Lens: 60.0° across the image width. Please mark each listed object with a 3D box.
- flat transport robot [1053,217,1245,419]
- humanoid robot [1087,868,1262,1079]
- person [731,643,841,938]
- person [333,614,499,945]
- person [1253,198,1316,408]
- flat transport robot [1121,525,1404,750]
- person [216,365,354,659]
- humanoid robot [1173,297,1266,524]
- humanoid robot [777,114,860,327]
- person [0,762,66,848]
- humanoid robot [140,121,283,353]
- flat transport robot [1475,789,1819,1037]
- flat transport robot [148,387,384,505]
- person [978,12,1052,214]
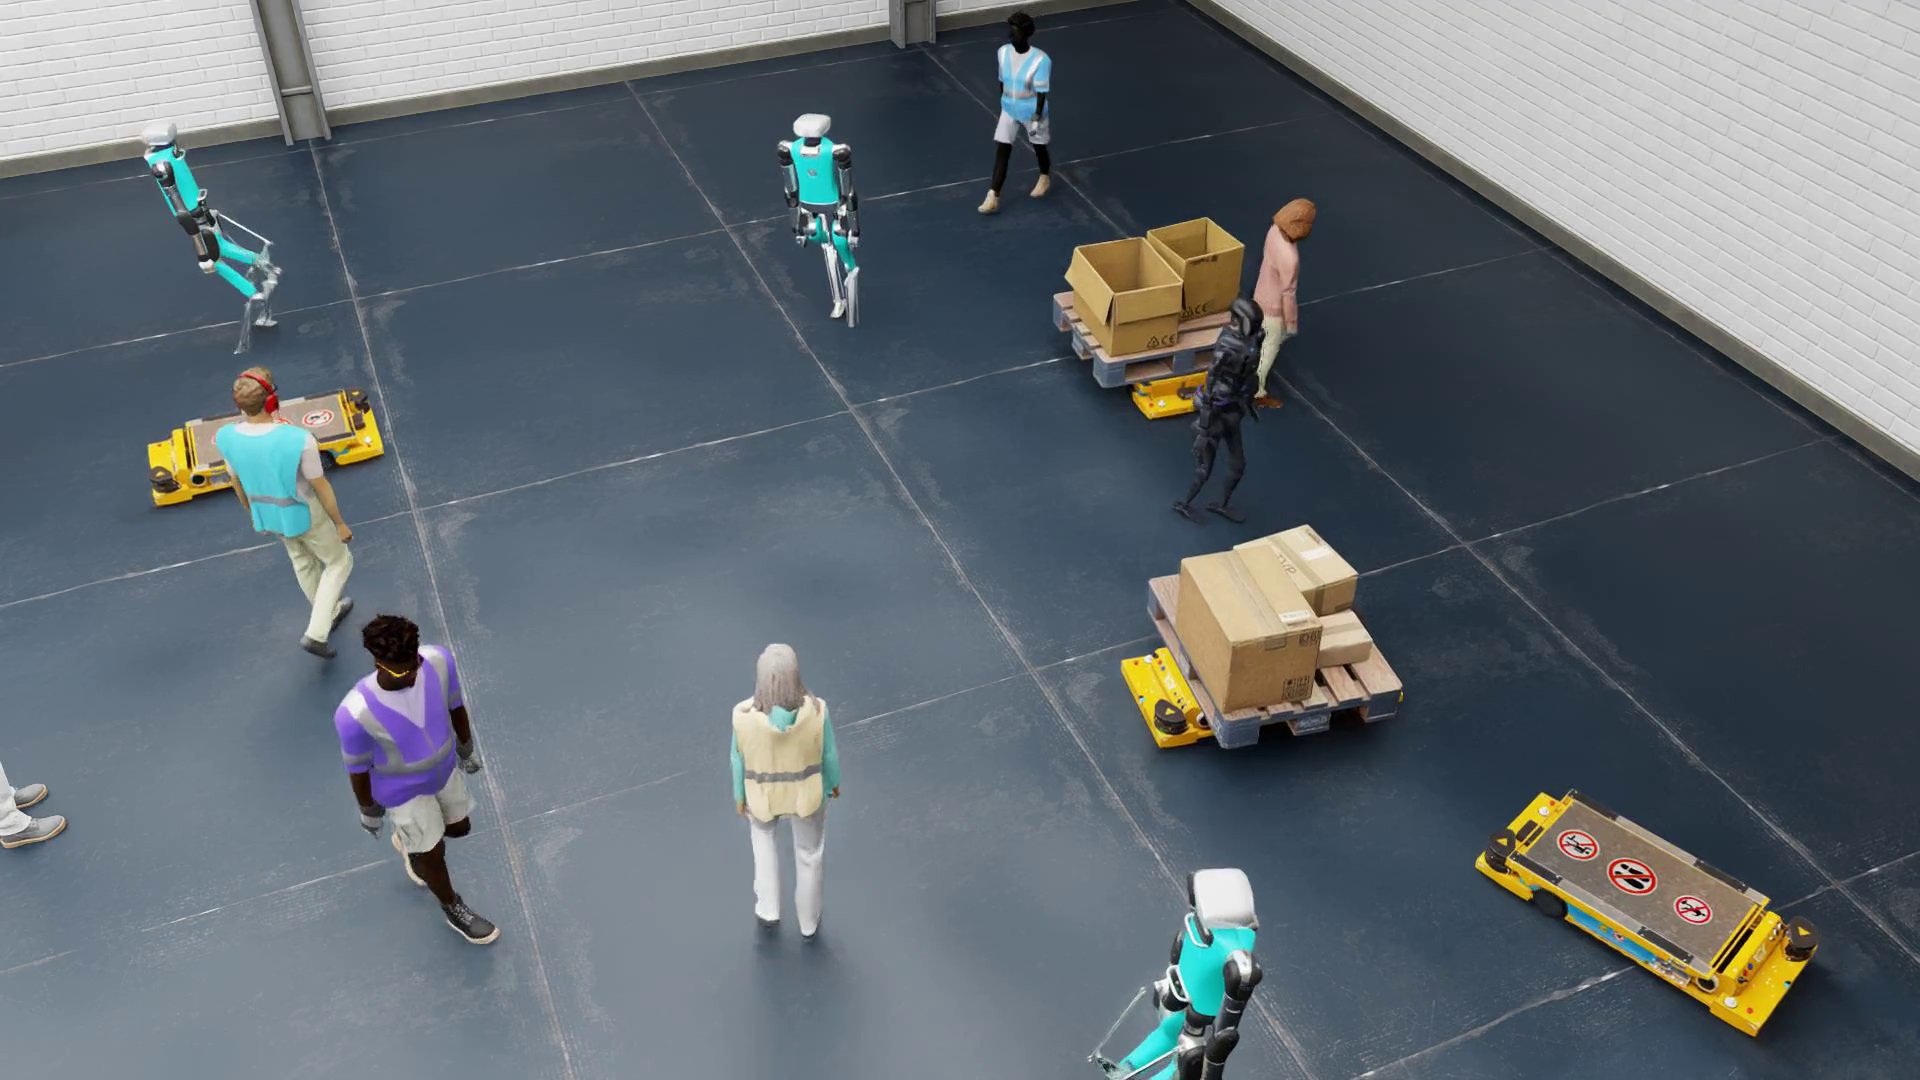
[{"bbox_3d":[1.386,-1.358,12.041,0.659,0.231,1.431,-11,39,-14],"label":"flat transport robot"},{"bbox_3d":[0.629,1.988,6.498,0.941,1.776,0.546,-8,38,-10],"label":"humanoid robot"},{"bbox_3d":[-0.783,1.163,7.588,0.485,1.699,0.440,-2,38,-3],"label":"person"},{"bbox_3d":[-2.502,1.036,7.564,0.646,1.940,0.626,23,43,27],"label":"person"},{"bbox_3d":[2.144,-1.572,11.209,0.329,1.615,0.523,-1,38,-1],"label":"person"},{"bbox_3d":[1.682,0.759,9.286,1.431,0.231,0.659,-9,38,-11],"label":"flat transport robot"},{"bbox_3d":[-3.657,-0.135,9.165,0.608,1.826,0.645,7,38,9],"label":"person"},{"bbox_3d":[1.596,-0.798,10.165,0.461,1.633,0.590,28,46,31],"label":"humanoid robot"},{"bbox_3d":[-0.944,-2.327,12.164,0.547,1.844,0.818,7,38,9],"label":"humanoid robot"},{"bbox_3d":[-4.845,0.715,8.018,0.356,1.884,0.573,-26,45,-30],"label":"person"},{"bbox_3d":[-5.195,-2.144,11.885,0.785,1.809,0.532,-11,39,-14],"label":"humanoid robot"},{"bbox_3d":[3.295,1.735,8.016,1.431,0.231,0.659,31,47,34],"label":"flat transport robot"},{"bbox_3d":[-4.640,-0.637,11.102,1.431,0.231,0.659,-15,40,-19],"label":"flat transport robot"},{"bbox_3d":[0.496,-3.525,13.725,0.531,1.646,0.874,21,42,25],"label":"person"}]
